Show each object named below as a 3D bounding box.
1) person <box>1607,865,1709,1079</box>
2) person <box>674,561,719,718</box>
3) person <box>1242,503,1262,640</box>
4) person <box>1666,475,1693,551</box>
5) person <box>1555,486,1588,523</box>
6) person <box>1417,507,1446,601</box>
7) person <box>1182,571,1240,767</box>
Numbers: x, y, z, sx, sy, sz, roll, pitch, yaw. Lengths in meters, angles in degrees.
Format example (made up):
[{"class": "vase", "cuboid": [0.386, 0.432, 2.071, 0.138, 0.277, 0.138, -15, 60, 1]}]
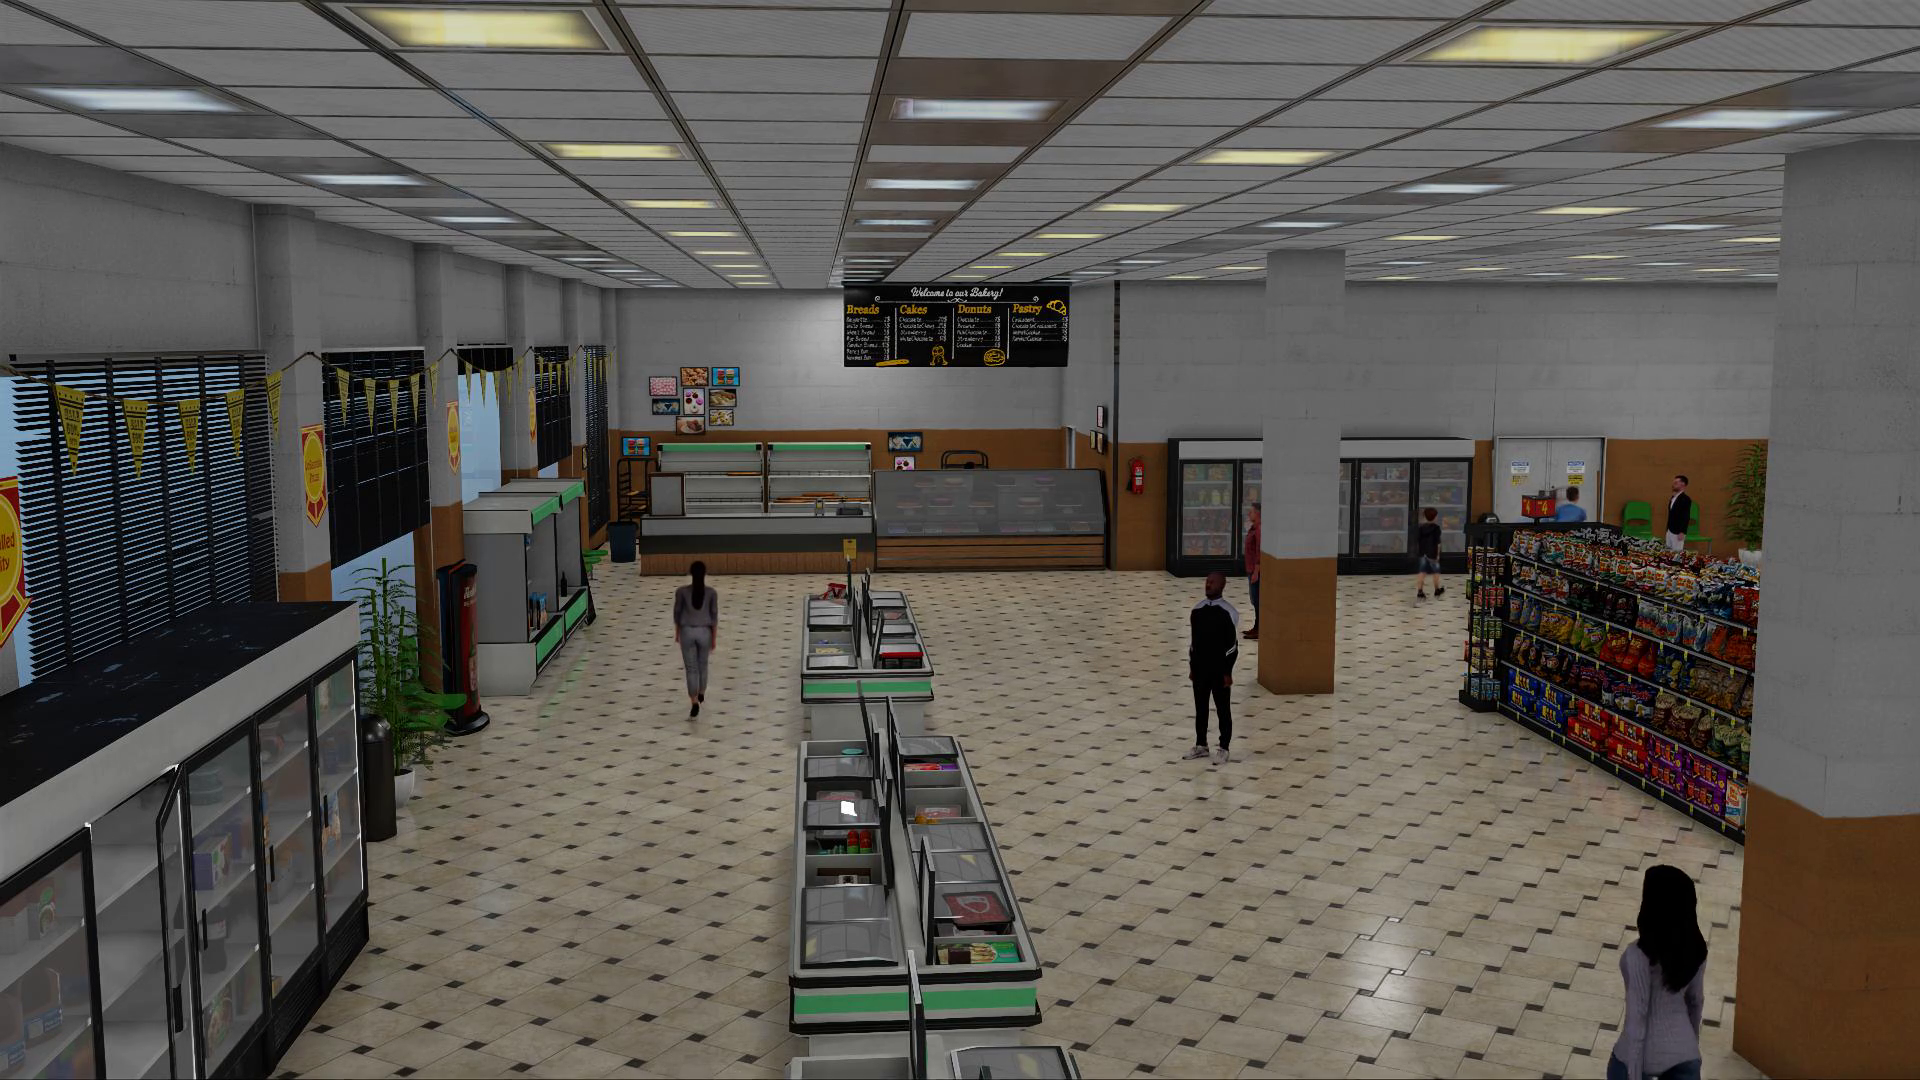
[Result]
[{"class": "person", "cuboid": [3.116, 2.304, 7.210, 0.868, 1.696, 1.236, -3, 7, -21]}, {"class": "person", "cuboid": [-2.796, 1.090, 17.566, 0.741, 1.621, 1.157, -2, 7, -13]}, {"class": "person", "cuboid": [4.004, 0.402, 22.386, 0.789, 1.831, 0.571, 1, 7, 8]}, {"class": "person", "cuboid": [11.505, -0.121, 26.658, 0.721, 1.845, 0.504, 0, 7, -1]}, {"class": "person", "cuboid": [9.130, 0.112, 25.040, 1.140, 1.771, 1.242, 5, 9, 36]}, {"class": "person", "cuboid": [7.162, 0.240, 25.487, 0.940, 1.408, 0.996, 6, 9, 40]}, {"class": "person", "cuboid": [2.415, 1.194, 15.849, 0.723, 1.828, 0.788, 6, 9, 41]}]
